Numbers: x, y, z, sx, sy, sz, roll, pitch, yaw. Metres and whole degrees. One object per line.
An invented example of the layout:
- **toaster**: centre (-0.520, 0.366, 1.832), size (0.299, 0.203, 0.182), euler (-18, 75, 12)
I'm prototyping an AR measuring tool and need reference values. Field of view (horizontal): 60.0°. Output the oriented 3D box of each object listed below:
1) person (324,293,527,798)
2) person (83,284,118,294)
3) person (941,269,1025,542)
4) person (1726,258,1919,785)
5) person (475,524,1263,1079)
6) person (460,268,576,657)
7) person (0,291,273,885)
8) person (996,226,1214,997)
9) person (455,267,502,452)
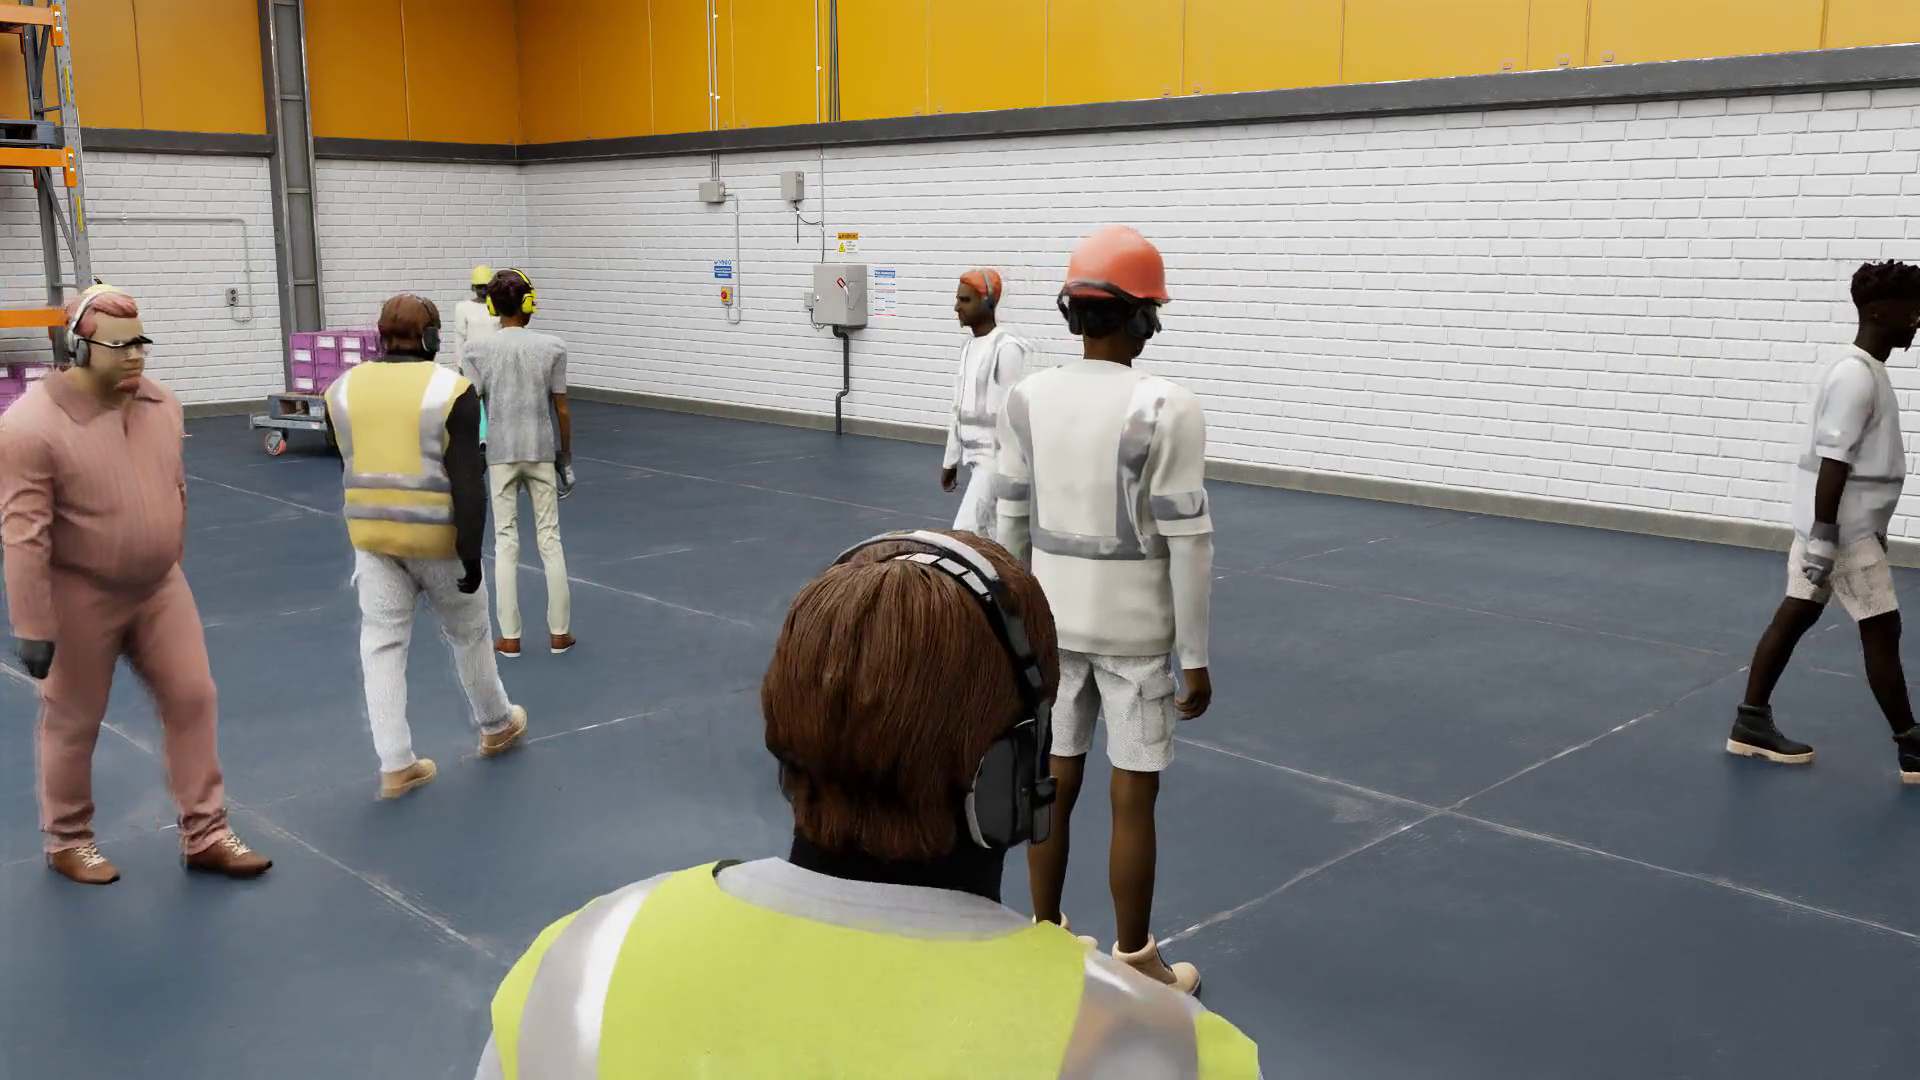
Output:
- **person**: centre (-1.982, -0.010, 6.239), size (0.627, 1.804, 0.883), euler (2, 11, 8)
- **person**: centre (-4.542, -0.473, 8.878), size (0.328, 1.765, 0.527), euler (-3, 11, -15)
- **person**: centre (0.012, -0.364, 8.025), size (0.863, 1.852, 0.613), euler (-3, 11, -18)
- **person**: centre (3.410, -0.060, 6.176), size (0.974, 1.916, 0.621), euler (5, 12, 25)
- **person**: centre (-0.031, 0.886, 1.356), size (0.655, 1.801, 0.936), euler (5, 11, 24)
- **person**: centre (-2.125, -0.361, 8.013), size (0.520, 1.859, 0.335), euler (-3, 11, -16)
- **person**: centre (-2.558, 0.181, 5.081), size (0.813, 1.857, 0.665), euler (5, 12, 25)
- **person**: centre (0.390, 0.224, 4.319), size (0.615, 2.041, 0.377), euler (8, 13, 37)
- **person**: centre (-4.409, -1.672, 15.519), size (0.532, 1.719, 0.910), euler (-4, 11, -22)
